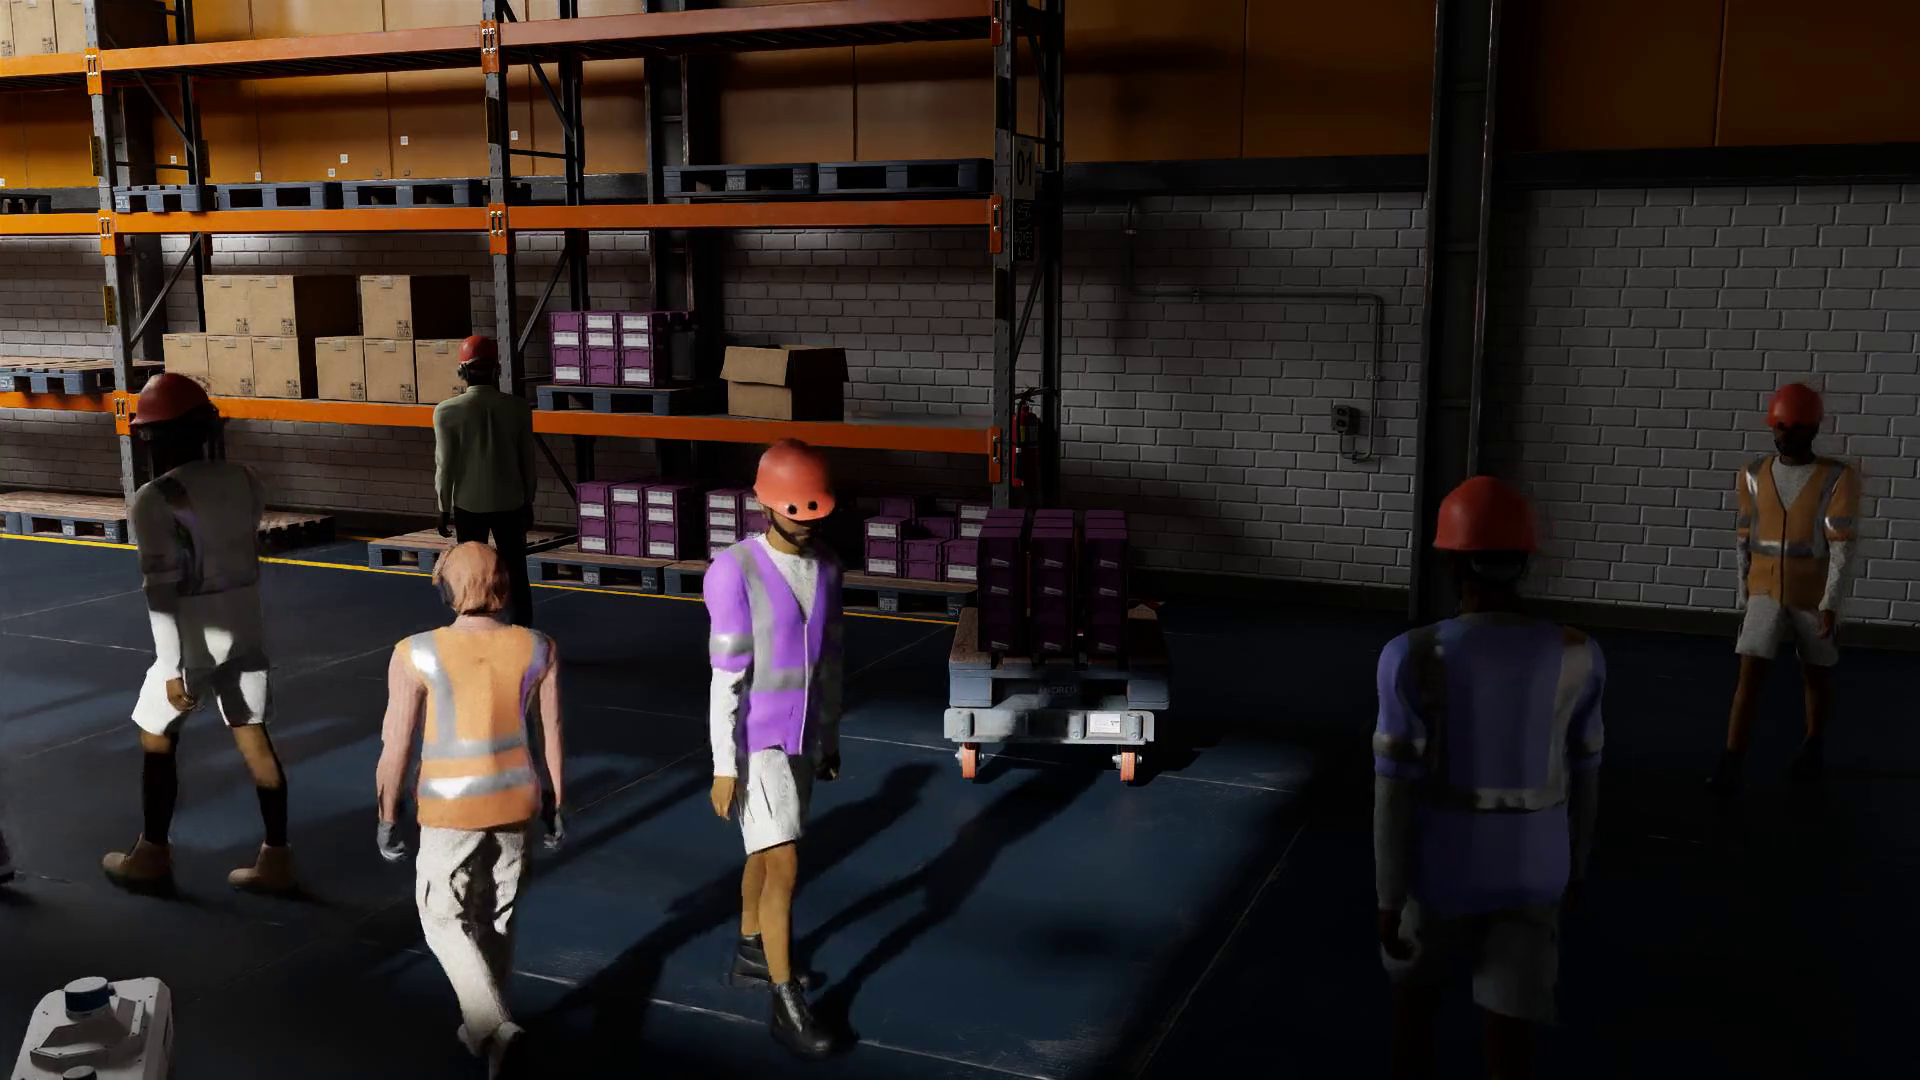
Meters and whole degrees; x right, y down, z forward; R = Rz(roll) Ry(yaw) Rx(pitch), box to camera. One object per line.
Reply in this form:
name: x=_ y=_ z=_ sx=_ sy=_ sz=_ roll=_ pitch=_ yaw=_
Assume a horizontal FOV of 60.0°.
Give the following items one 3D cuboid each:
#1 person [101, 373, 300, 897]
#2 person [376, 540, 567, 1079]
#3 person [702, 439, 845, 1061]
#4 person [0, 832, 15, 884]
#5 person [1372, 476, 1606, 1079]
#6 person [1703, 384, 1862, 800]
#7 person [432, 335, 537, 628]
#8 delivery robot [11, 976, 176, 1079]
person: x=-2.954 y=0.373 z=6.344 sx=0.924 sy=2.006 sz=0.615 roll=4 pitch=10 yaw=24
person: x=-1.377 y=0.815 z=4.829 sx=0.551 sy=1.615 sz=0.644 roll=-7 pitch=12 yaw=-35
person: x=-0.561 y=0.628 z=5.149 sx=0.803 sy=1.883 sz=0.622 roll=7 pitch=12 yaw=37
person: x=-4.112 y=0.456 z=6.317 sx=1.016 sy=1.859 sz=0.671 roll=2 pitch=10 yaw=14
person: x=1.287 y=0.786 z=4.158 sx=0.574 sy=1.897 sz=0.885 roll=1 pitch=10 yaw=6
person: x=3.740 y=0.238 z=7.528 sx=0.553 sy=1.879 sz=1.033 roll=9 pitch=13 yaw=44
person: x=-2.834 y=-0.221 z=9.934 sx=0.612 sy=1.994 sz=0.395 roll=-7 pitch=12 yaw=-35
delivery robot: x=-2.261 y=1.385 z=4.341 sx=0.477 sy=0.478 sz=0.707 roll=-4 pitch=10 yaw=-22
